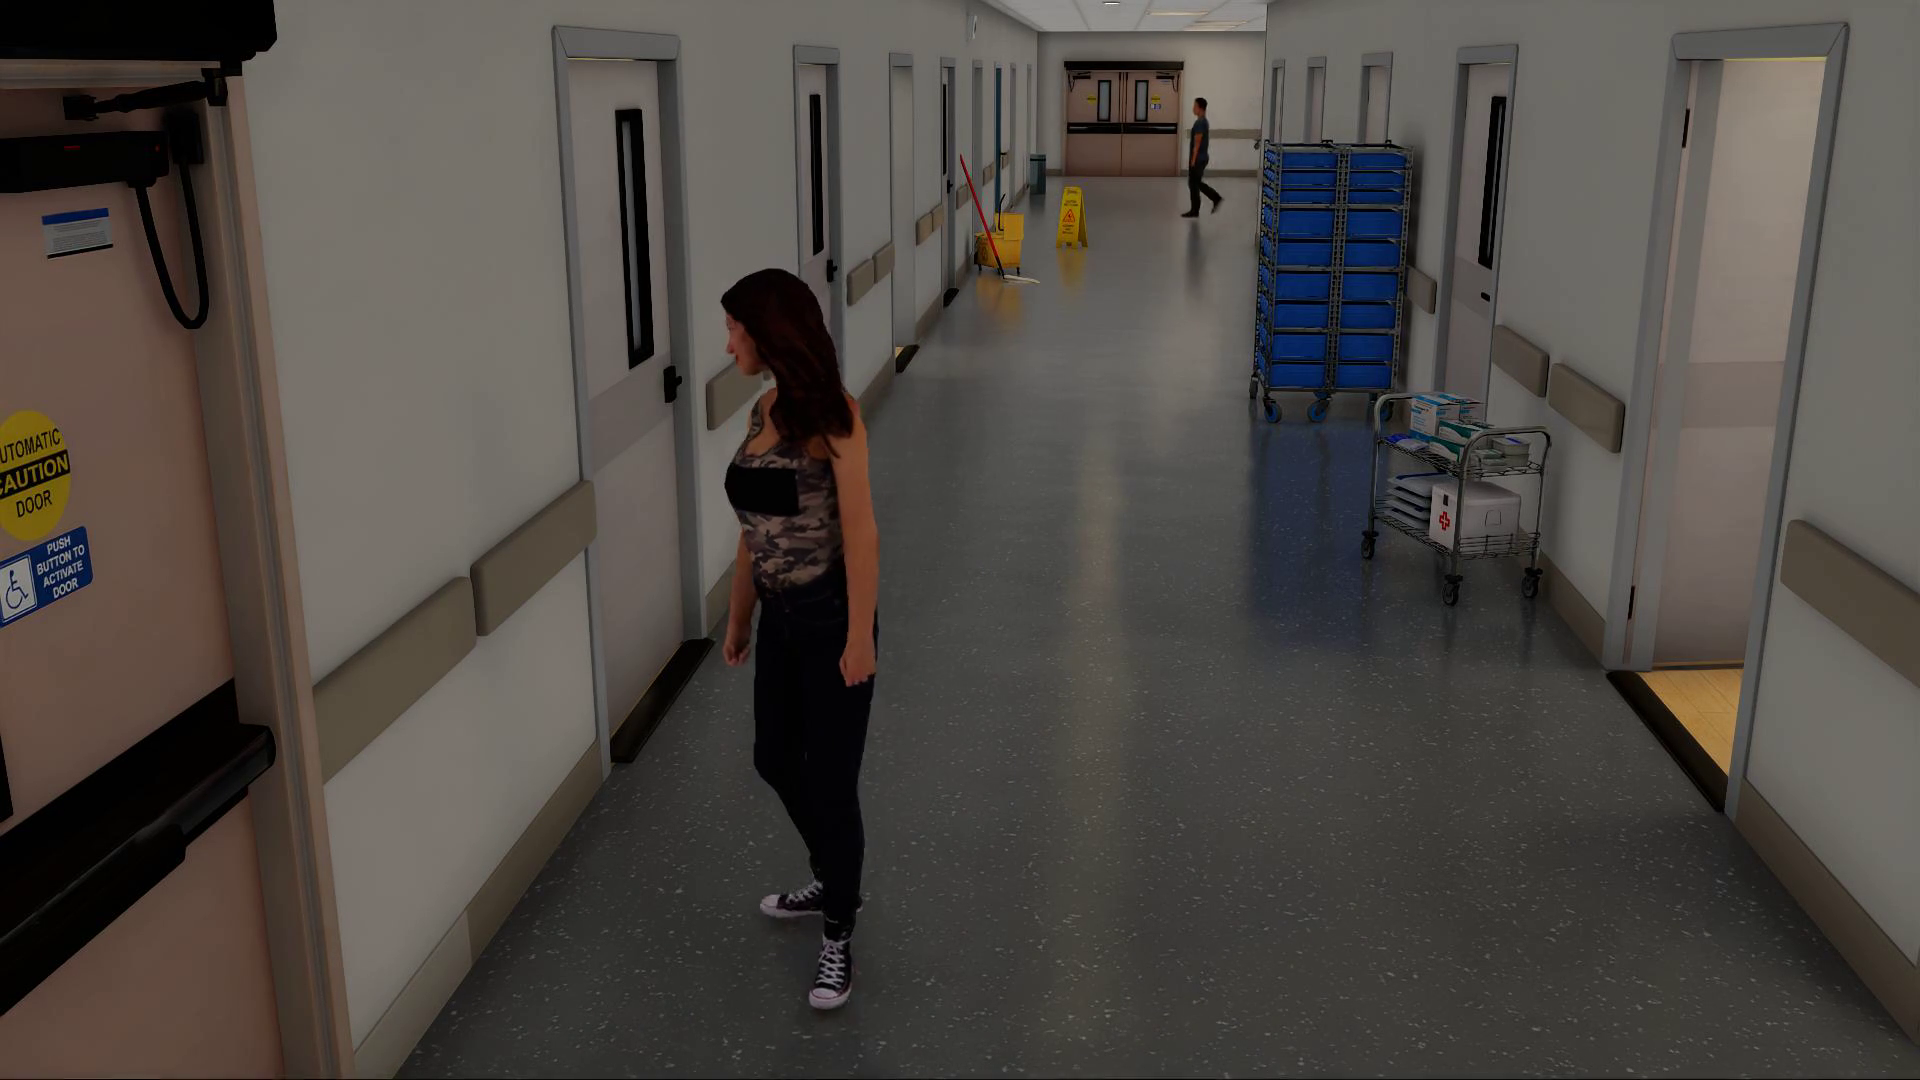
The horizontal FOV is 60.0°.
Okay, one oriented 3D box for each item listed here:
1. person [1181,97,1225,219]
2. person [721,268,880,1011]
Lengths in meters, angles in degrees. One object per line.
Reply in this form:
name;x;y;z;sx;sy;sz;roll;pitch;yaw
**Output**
person;3.700;-5.752;25.150;0.799;1.784;0.859;4;16;14
person;-0.323;0.244;3.943;0.824;1.750;0.877;10;18;31
